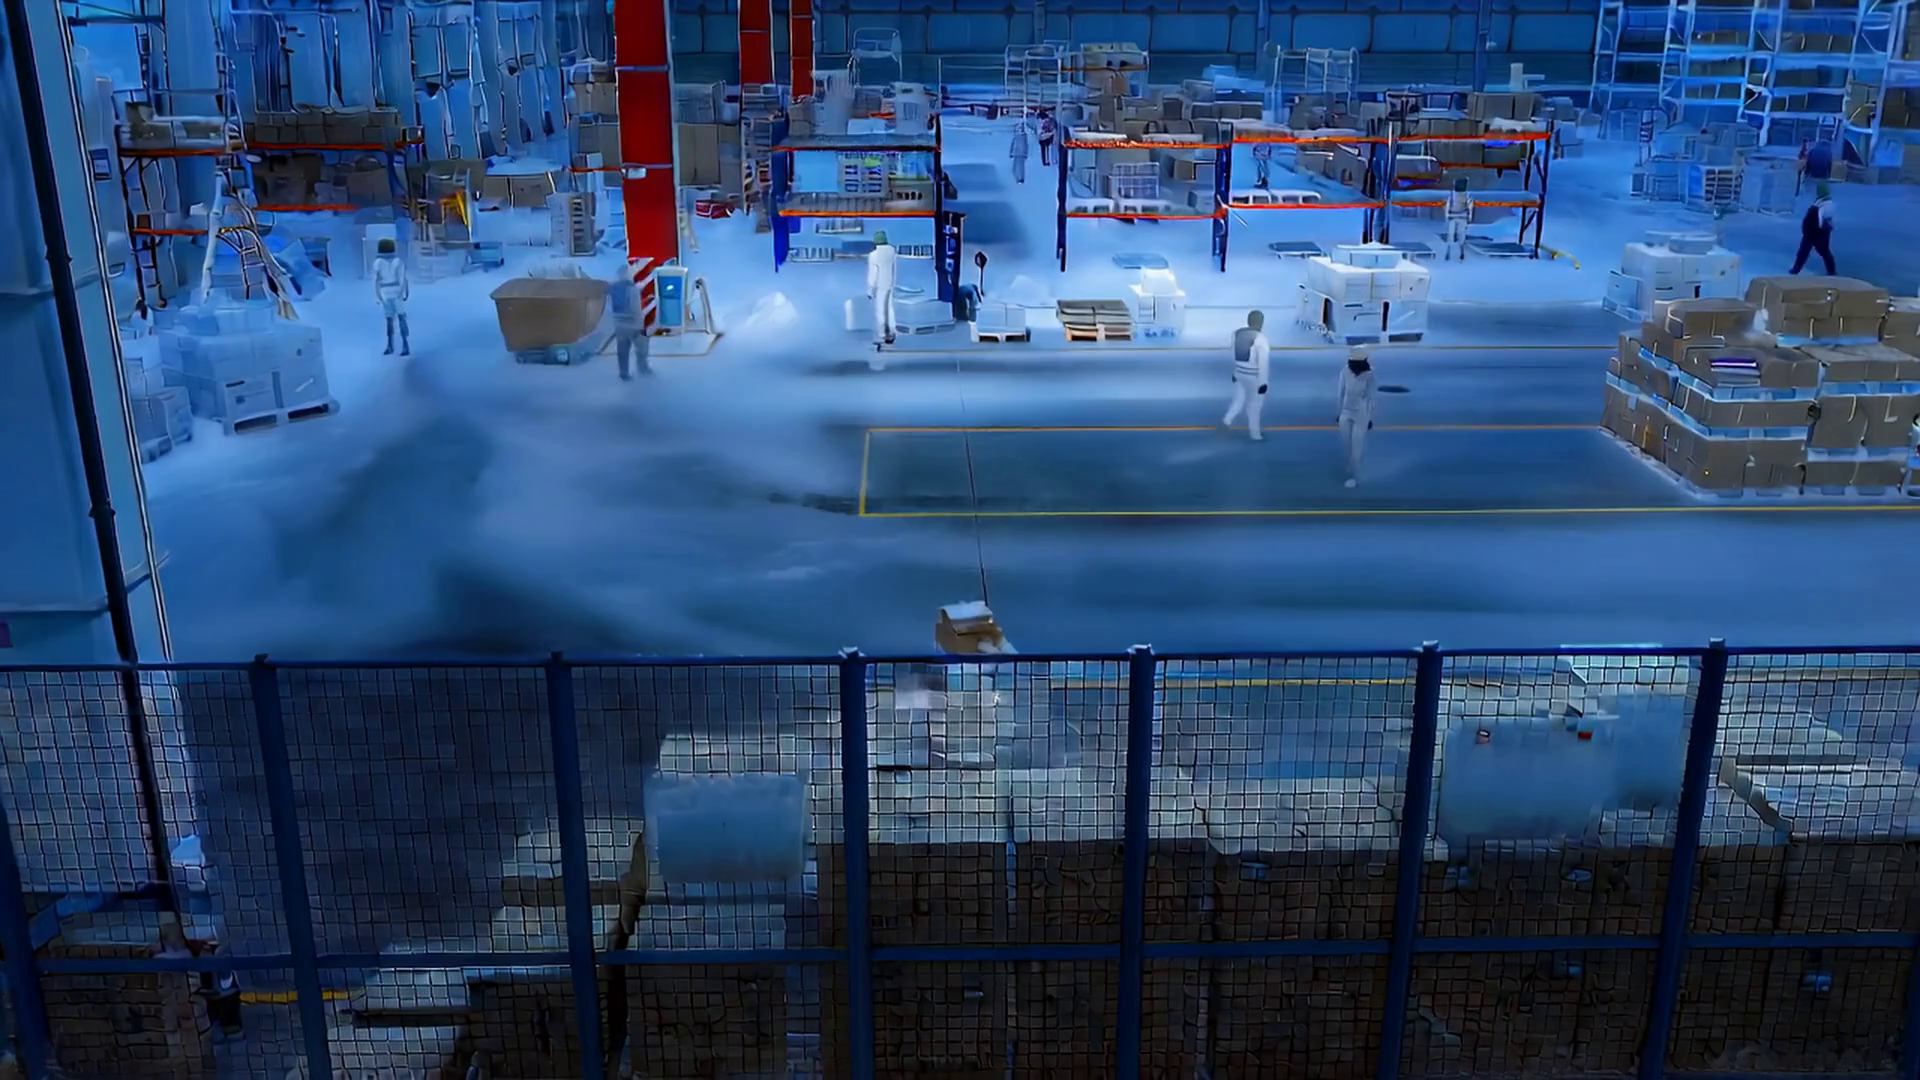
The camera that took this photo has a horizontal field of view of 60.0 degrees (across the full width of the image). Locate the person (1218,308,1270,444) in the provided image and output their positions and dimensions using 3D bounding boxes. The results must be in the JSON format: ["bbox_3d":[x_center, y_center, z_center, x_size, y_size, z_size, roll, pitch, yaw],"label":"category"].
[{"bbox_3d":[3.756,-2.126,21.805,0.610,1.831,0.629,-14,23,-37],"label":"person"}]

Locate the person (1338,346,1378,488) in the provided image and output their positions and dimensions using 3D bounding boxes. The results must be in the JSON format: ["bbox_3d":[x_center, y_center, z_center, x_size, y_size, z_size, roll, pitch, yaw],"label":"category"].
[{"bbox_3d":[4.837,-1.526,20.183,0.492,1.729,0.577,14,23,35],"label":"person"}]

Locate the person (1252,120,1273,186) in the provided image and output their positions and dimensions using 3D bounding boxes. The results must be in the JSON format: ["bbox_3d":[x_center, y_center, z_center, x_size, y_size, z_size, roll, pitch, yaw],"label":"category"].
[{"bbox_3d":[8.973,-11.497,49.429,0.628,1.939,0.374,-4,19,-11],"label":"person"}]

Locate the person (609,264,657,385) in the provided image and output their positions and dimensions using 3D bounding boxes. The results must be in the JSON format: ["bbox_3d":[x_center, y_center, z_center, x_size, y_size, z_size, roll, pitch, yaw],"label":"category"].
[{"bbox_3d":[-4.937,-3.282,25.236,0.661,1.818,0.727,11,22,30],"label":"person"}]

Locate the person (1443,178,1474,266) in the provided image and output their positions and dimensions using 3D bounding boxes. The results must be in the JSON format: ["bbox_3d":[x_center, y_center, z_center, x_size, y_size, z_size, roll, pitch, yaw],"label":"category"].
[{"bbox_3d":[10.677,-6.822,35.667,0.574,1.876,0.356,9,21,24],"label":"person"}]

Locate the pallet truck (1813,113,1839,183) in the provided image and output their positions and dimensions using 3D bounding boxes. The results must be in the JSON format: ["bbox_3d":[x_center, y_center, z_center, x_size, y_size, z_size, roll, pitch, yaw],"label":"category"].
[{"bbox_3d":[26.403,-11.957,50.702,0.823,1.965,1.885,6,19,16],"label":"pallet truck"}]

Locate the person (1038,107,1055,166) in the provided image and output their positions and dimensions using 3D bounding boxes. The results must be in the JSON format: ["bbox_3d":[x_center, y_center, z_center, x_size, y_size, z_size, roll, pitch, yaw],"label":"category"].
[{"bbox_3d":[2.857,-13.336,54.956,0.540,1.908,0.956,0,19,-1],"label":"person"}]

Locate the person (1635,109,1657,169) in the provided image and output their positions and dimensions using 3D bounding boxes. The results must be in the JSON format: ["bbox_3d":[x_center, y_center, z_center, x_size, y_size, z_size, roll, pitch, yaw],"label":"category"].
[{"bbox_3d":[22.272,-12.995,53.921,0.396,1.911,0.588,-7,20,-20],"label":"person"}]

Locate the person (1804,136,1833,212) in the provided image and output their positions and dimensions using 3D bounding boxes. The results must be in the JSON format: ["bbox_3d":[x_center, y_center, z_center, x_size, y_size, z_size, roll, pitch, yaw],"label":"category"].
[{"bbox_3d":[22.776,-9.736,44.187,0.647,1.942,0.990,11,21,29],"label":"person"}]

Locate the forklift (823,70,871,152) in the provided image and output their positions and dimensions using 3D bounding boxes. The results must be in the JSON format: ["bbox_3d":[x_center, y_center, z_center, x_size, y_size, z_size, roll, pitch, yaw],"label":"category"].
[{"bbox_3d":[-4.238,-15.375,59.482,1.873,2.768,1.129,-10,21,-26],"label":"forklift"}]

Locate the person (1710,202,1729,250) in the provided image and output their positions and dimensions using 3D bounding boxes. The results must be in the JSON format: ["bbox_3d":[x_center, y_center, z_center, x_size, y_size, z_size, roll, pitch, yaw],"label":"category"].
[{"bbox_3d":[14.529,-5.529,31.874,0.517,1.851,0.725,-13,23,-34],"label":"person"}]

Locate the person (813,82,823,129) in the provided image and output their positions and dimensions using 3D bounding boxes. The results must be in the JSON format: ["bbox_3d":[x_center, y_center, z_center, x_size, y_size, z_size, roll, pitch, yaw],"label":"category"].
[{"bbox_3d":[-5.909,-17.859,68.337,0.628,1.925,0.433,9,21,25],"label":"person"}]

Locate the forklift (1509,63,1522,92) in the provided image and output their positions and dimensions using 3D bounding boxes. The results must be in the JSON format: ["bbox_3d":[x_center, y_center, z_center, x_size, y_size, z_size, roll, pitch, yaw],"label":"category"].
[{"bbox_3d":[21.238,-16.850,63.858,1.873,2.768,1.129,4,19,13],"label":"forklift"}]

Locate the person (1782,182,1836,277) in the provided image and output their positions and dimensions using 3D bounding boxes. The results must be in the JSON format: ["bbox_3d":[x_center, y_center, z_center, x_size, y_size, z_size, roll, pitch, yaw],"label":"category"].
[{"bbox_3d":[17.533,-6.329,33.939,1.008,2.000,0.692,1,19,2],"label":"person"}]

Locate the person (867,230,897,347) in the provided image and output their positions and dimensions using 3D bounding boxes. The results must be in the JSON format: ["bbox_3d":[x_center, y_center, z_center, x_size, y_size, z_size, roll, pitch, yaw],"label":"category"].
[{"bbox_3d":[-1.312,-4.195,27.771,0.375,1.938,0.627,15,24,38],"label":"person"}]

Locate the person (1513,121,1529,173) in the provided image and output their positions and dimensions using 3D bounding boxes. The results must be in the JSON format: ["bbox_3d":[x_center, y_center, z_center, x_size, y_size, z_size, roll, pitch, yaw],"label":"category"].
[{"bbox_3d":[17.810,-12.458,52.752,0.531,1.621,0.470,-9,21,-25],"label":"person"}]

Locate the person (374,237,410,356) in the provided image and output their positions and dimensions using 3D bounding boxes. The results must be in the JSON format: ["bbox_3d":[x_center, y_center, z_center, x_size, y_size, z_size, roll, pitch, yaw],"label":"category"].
[{"bbox_3d":[-9.249,-3.966,27.088,0.542,1.938,0.358,1,19,4],"label":"person"}]

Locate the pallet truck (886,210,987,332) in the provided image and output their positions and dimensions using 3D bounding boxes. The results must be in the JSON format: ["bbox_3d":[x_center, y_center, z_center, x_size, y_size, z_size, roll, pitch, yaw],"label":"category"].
[{"bbox_3d":[-0.493,-4.759,29.349,1.885,1.965,0.823,-13,23,-34],"label":"pallet truck"}]

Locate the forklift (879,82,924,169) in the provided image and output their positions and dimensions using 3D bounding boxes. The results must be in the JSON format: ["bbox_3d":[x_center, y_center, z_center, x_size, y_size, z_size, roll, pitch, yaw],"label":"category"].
[{"bbox_3d":[-1.621,-13.024,52.507,1.129,2.768,1.873,14,23,35],"label":"forklift"}]

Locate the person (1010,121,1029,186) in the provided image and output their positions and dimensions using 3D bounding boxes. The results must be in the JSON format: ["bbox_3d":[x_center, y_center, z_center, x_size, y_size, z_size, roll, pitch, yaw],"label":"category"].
[{"bbox_3d":[1.768,-11.521,49.553,0.632,1.903,0.493,14,23,36],"label":"person"}]

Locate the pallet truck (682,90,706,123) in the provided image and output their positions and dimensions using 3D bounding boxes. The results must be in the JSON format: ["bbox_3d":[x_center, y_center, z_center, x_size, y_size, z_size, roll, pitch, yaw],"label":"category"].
[{"bbox_3d":[-9.671,-15.907,62.421,0.823,1.965,1.885,5,19,15],"label":"pallet truck"}]

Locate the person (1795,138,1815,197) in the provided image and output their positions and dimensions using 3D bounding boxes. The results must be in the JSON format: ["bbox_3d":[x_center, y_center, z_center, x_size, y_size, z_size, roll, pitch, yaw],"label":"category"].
[{"bbox_3d":[23.885,-10.533,47.037,0.511,1.637,0.307,-7,20,-19],"label":"person"}]
